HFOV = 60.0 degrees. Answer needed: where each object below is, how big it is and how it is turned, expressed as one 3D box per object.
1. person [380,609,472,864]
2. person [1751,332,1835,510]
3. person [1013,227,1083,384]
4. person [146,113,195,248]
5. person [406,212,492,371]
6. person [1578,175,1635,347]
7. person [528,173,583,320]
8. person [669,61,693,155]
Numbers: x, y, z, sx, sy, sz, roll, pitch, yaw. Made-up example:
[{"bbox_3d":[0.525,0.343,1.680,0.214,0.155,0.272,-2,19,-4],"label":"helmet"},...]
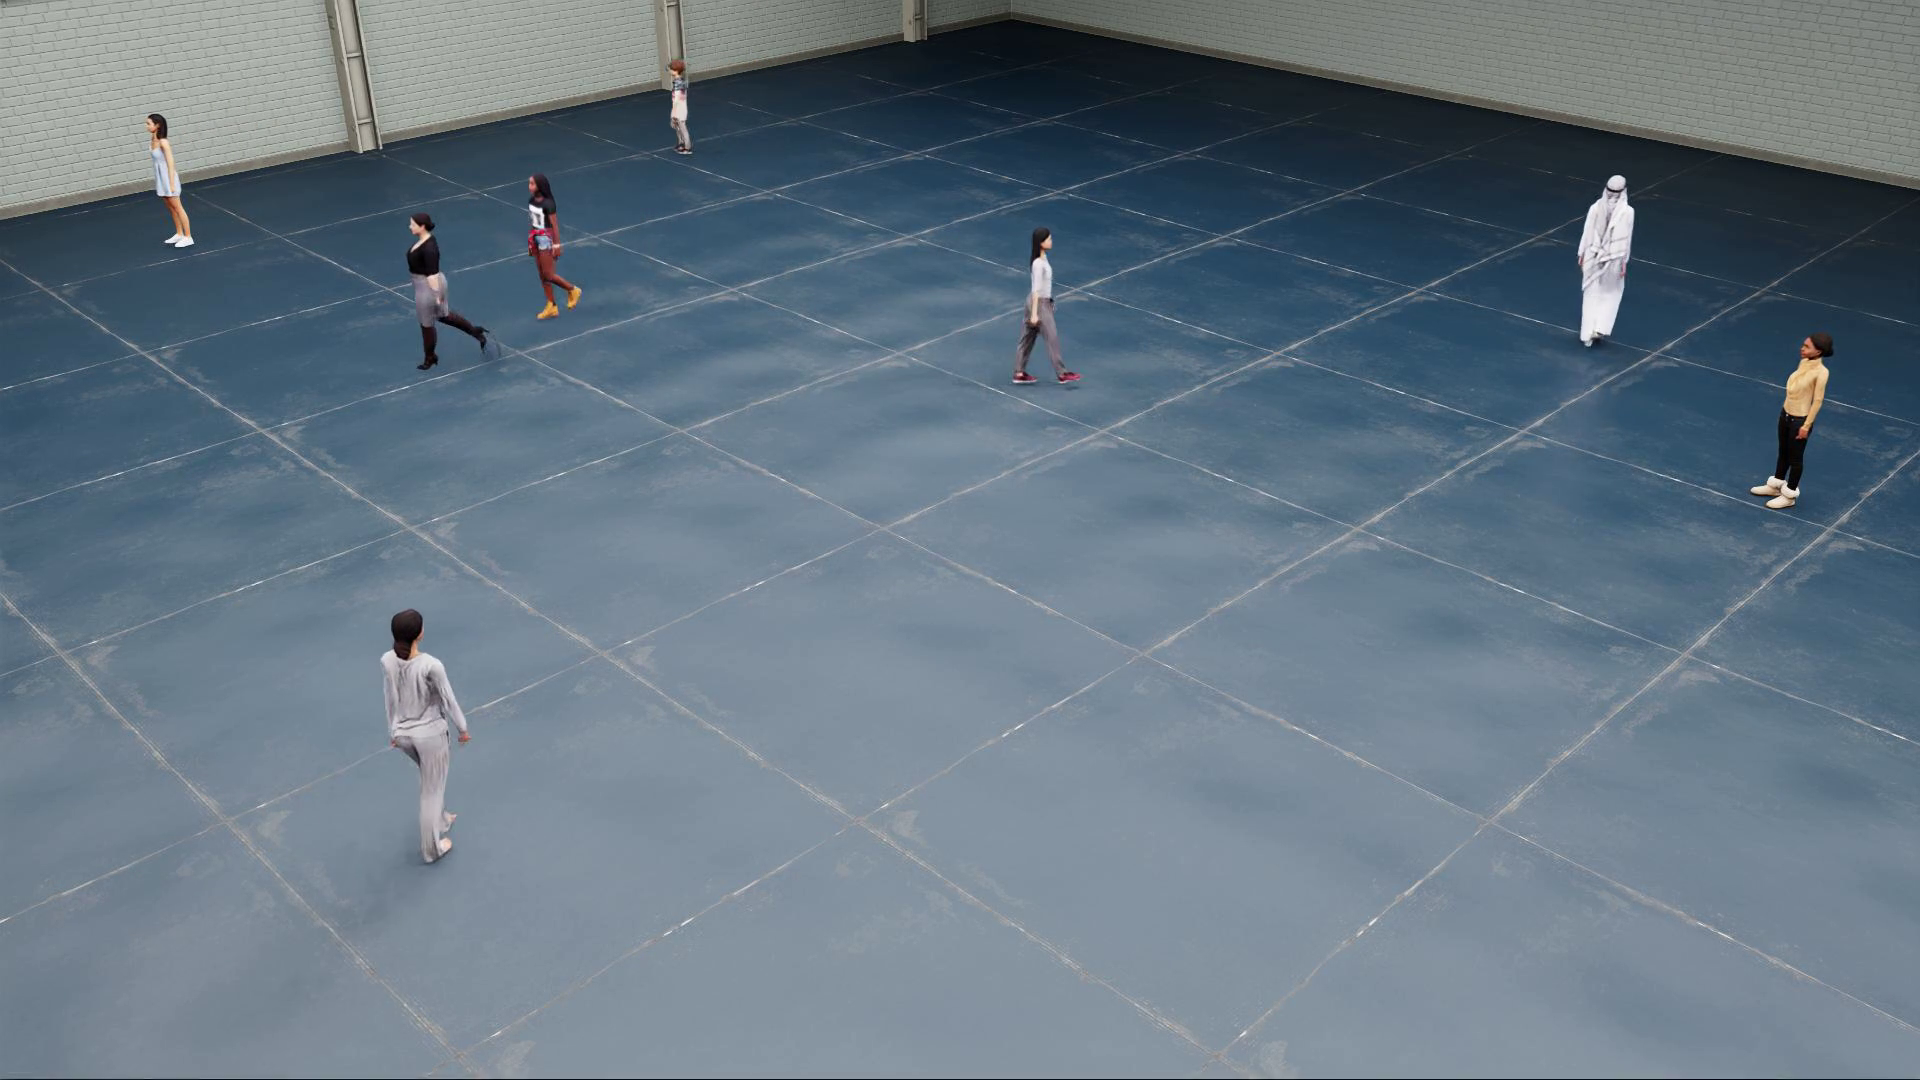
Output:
[{"bbox_3d":[-3.423,1.277,10.438,0.782,1.754,0.857,8,29,15],"label":"person"},{"bbox_3d":[7.563,-1.099,14.999,0.740,1.660,0.690,-2,28,-4],"label":"person"},{"bbox_3d":[0.728,-2.434,17.455,1.048,1.708,1.011,2,28,3],"label":"person"},{"bbox_3d":[-10.324,-4.697,21.682,0.581,1.729,0.516,24,36,38],"label":"person"},{"bbox_3d":[-5.589,-2.678,17.884,1.163,1.736,0.960,-9,29,-17],"label":"person"},{"bbox_3d":[7.110,-3.052,18.396,0.829,1.915,0.889,14,31,24],"label":"person"},{"bbox_3d":[-4.740,-3.416,19.295,0.581,1.712,0.775,25,37,38],"label":"person"},{"bbox_3d":[-4.275,-6.687,25.739,0.685,1.428,0.632,-2,28,-4],"label":"person"}]
